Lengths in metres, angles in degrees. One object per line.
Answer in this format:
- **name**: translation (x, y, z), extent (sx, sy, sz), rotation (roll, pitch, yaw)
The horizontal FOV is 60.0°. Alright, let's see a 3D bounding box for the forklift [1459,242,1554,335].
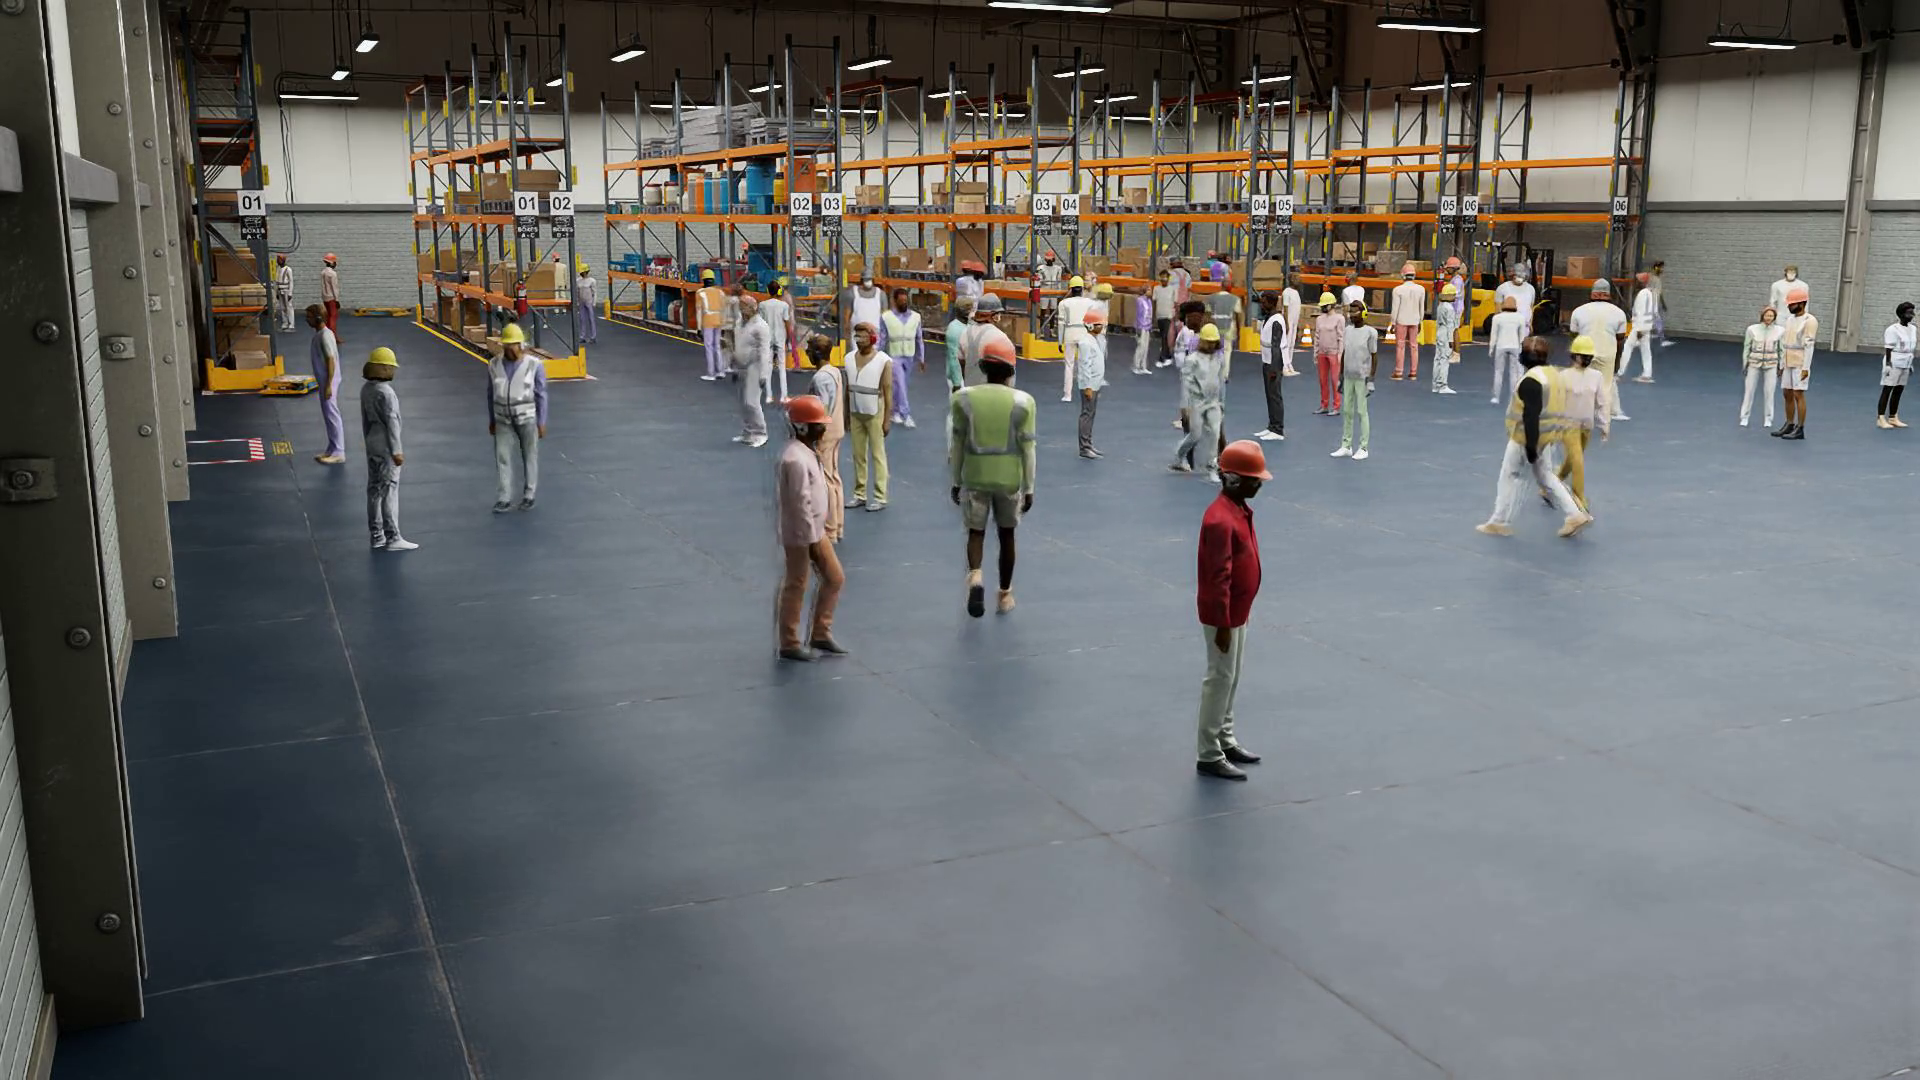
- **forklift**: translation (13.047, -6.049, 39.881), extent (2.313, 2.155, 1.214), rotation (-5, 12, -23)

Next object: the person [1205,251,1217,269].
- **person**: translation (7.653, -8.030, 51.171), extent (0.569, 1.710, 0.848), rotation (-10, 15, -43)

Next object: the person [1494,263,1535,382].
- **person**: translation (9.481, -3.711, 28.392), extent (0.688, 2.000, 0.536), rotation (0, 11, -2)

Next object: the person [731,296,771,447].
- **person**: translation (-2.632, -2.087, 20.590), extent (0.400, 1.866, 0.830), rotation (-7, 13, -32)

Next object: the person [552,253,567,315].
- **person**: translation (-11.415, -7.275, 47.222), extent (0.562, 1.756, 0.318), rotation (-10, 15, -42)

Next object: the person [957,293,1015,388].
- **person**: translation (0.329, -1.596, 17.644), extent (0.536, 2.000, 0.676), rotation (-10, 15, -41)

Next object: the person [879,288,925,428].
- **person**: translation (-0.786, -2.482, 22.598), extent (0.605, 1.872, 0.987), rotation (-5, 12, -24)

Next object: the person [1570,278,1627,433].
- **person**: translation (8.349, -2.423, 21.845), extent (0.684, 2.000, 0.536), rotation (3, 12, 16)

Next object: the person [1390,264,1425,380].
- **person**: translation (7.727, -3.761, 28.764), extent (0.613, 1.995, 0.379), rotation (-3, 11, -14)

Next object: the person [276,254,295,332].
- **person**: translation (-16.386, -5.979, 40.320), extent (0.575, 1.883, 0.355), rotation (7, 13, 33)

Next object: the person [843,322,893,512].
- **person**: translation (-0.884, -1.199, 16.157), extent (0.571, 1.840, 0.399), rotation (9, 14, 37)

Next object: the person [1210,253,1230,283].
- **person**: translation (6.820, -6.583, 43.498), extent (0.429, 1.839, 0.634), rotation (-9, 14, -39)

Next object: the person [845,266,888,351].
- **person**: translation (-1.483, -3.382, 26.718), extent (0.698, 2.000, 0.805), rotation (-2, 11, -9)

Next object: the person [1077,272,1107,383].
- **person**: translation (2.208, -3.558, 27.992), extent (0.394, 1.899, 0.642), rotation (-6, 13, -27)

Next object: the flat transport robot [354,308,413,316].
- **flat transport robot**: translation (-16.124, -6.389, 46.515), extent (1.431, 0.197, 0.652), rotation (1, 11, 7)

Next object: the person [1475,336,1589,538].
- **person**: translation (5.123, -0.906, 14.739), extent (0.906, 1.812, 0.627), rotation (8, 14, 36)

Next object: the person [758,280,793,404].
- **person**: translation (-2.794, -2.999, 25.211), extent (0.532, 1.871, 0.321), rotation (2, 11, 11)

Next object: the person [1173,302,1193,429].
- **person**: translation (3.025, -2.335, 22.269), extent (0.318, 1.699, 0.534), rotation (1, 11, 6)

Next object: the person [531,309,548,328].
- **person**: translation (-10.561, -6.184, 41.715), extent (0.487, 1.746, 0.287), rotation (2, 11, 8)

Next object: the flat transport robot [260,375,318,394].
- **flat transport robot**: translation (-10.773, -2.518, 26.838), extent (0.652, 0.197, 1.431), rotation (-2, 11, -8)

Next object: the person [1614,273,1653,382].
- **person**: translation (11.504, -3.630, 28.450), extent (0.866, 1.853, 0.614), rotation (8, 14, 35)

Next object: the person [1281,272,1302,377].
- **person**: translation (5.853, -3.805, 29.381), extent (0.345, 1.842, 0.504), rotation (7, 13, 31)

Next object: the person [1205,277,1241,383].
- **person**: translation (4.470, -3.565, 28.287), extent (0.584, 1.801, 0.675), rotation (5, 12, 22)

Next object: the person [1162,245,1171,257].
- **person**: translation (6.870, -8.932, 55.485), extent (0.403, 1.828, 0.597), rotation (0, 11, 0)

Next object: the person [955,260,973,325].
- **person**: translation (0.147, -4.695, 33.691), extent (0.538, 1.928, 0.383), rotation (-5, 12, -23)

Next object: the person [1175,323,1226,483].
- **person**: translation (2.591, -1.494, 17.952), extent (0.524, 1.712, 0.629), rotation (-4, 12, -21)

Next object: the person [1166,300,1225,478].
- **person**: translation (2.610, -1.647, 18.196), extent (0.638, 1.926, 0.692), rotation (-2, 11, -12)

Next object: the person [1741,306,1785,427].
- **person**: translation (10.851, -2.337, 22.463), extent (0.522, 1.632, 0.314), rotation (5, 12, 26)

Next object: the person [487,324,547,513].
- **person**: translation (-4.285, -1.147, 15.936), extent (0.621, 1.809, 0.732), rotation (1, 11, 4)

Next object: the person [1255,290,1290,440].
- **person**: translation (3.995, -2.233, 21.227), extent (0.397, 1.910, 0.587), rotation (0, 11, -1)

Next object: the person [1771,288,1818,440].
- **person**: translation (10.657, -2.246, 21.261), extent (0.389, 1.923, 0.550), rotation (-2, 11, -8)

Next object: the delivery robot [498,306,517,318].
- **delivery robot**: translation (-11.899, -6.102, 44.089), extent (0.707, 0.478, 0.477), rotation (6, 13, 30)

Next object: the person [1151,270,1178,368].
- **person**: translation (3.835, -4.157, 31.240), extent (0.518, 1.825, 0.968), rotation (7, 13, 33)
